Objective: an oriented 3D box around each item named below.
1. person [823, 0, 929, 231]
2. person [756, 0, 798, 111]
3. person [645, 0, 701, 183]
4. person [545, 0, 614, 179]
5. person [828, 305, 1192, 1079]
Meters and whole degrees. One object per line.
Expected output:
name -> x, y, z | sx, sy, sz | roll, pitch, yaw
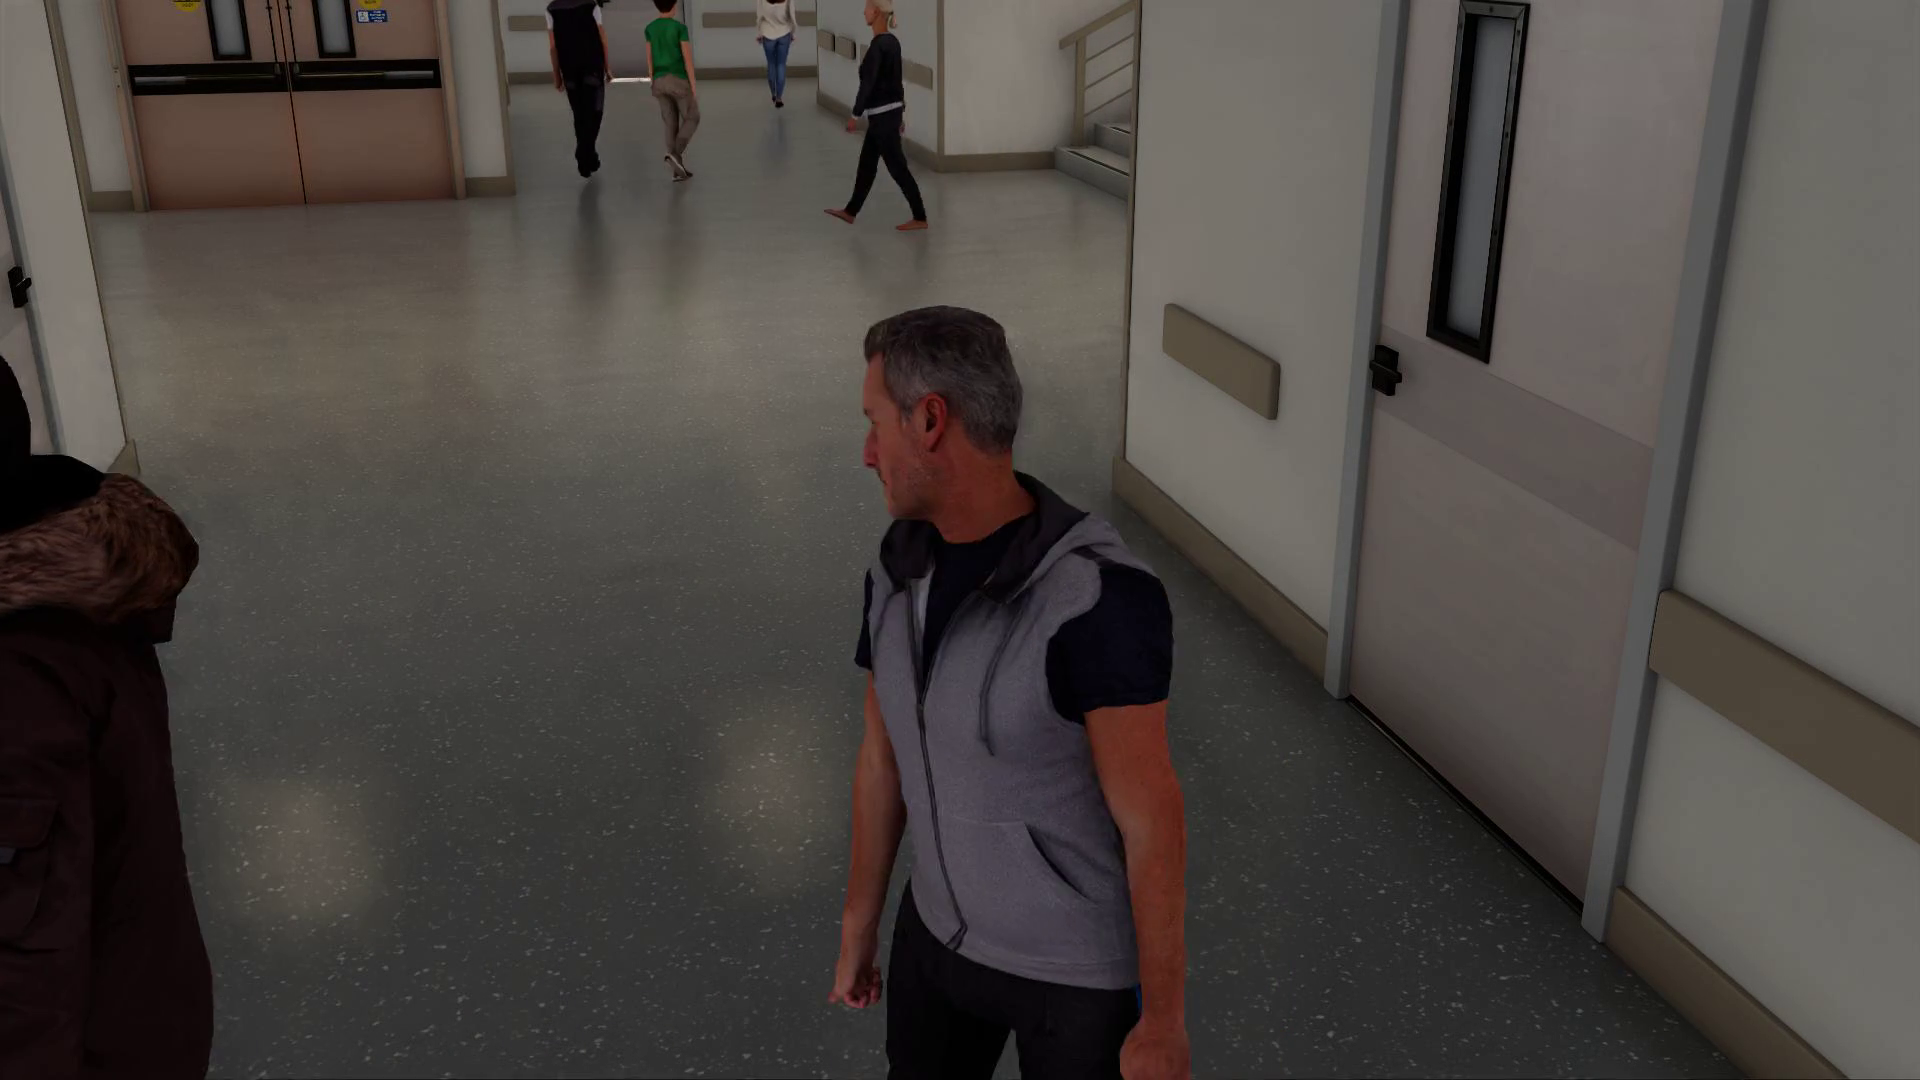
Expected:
person -> -0.476, -3.082, 12.137 | 1.139, 1.684, 0.886 | 3, 21, 8
person -> -2.177, -5.960, 19.767 | 0.981, 1.662, 0.867 | 1, 21, 2
person -> -2.538, -3.934, 14.442 | 0.830, 1.644, 0.863 | 8, 22, 21
person -> -3.339, -4.092, 14.617 | 1.161, 1.815, 0.944 | 1, 21, 2
person -> 0.140, 0.584, 2.305 | 0.912, 1.792, 0.867 | 12, 24, 28
